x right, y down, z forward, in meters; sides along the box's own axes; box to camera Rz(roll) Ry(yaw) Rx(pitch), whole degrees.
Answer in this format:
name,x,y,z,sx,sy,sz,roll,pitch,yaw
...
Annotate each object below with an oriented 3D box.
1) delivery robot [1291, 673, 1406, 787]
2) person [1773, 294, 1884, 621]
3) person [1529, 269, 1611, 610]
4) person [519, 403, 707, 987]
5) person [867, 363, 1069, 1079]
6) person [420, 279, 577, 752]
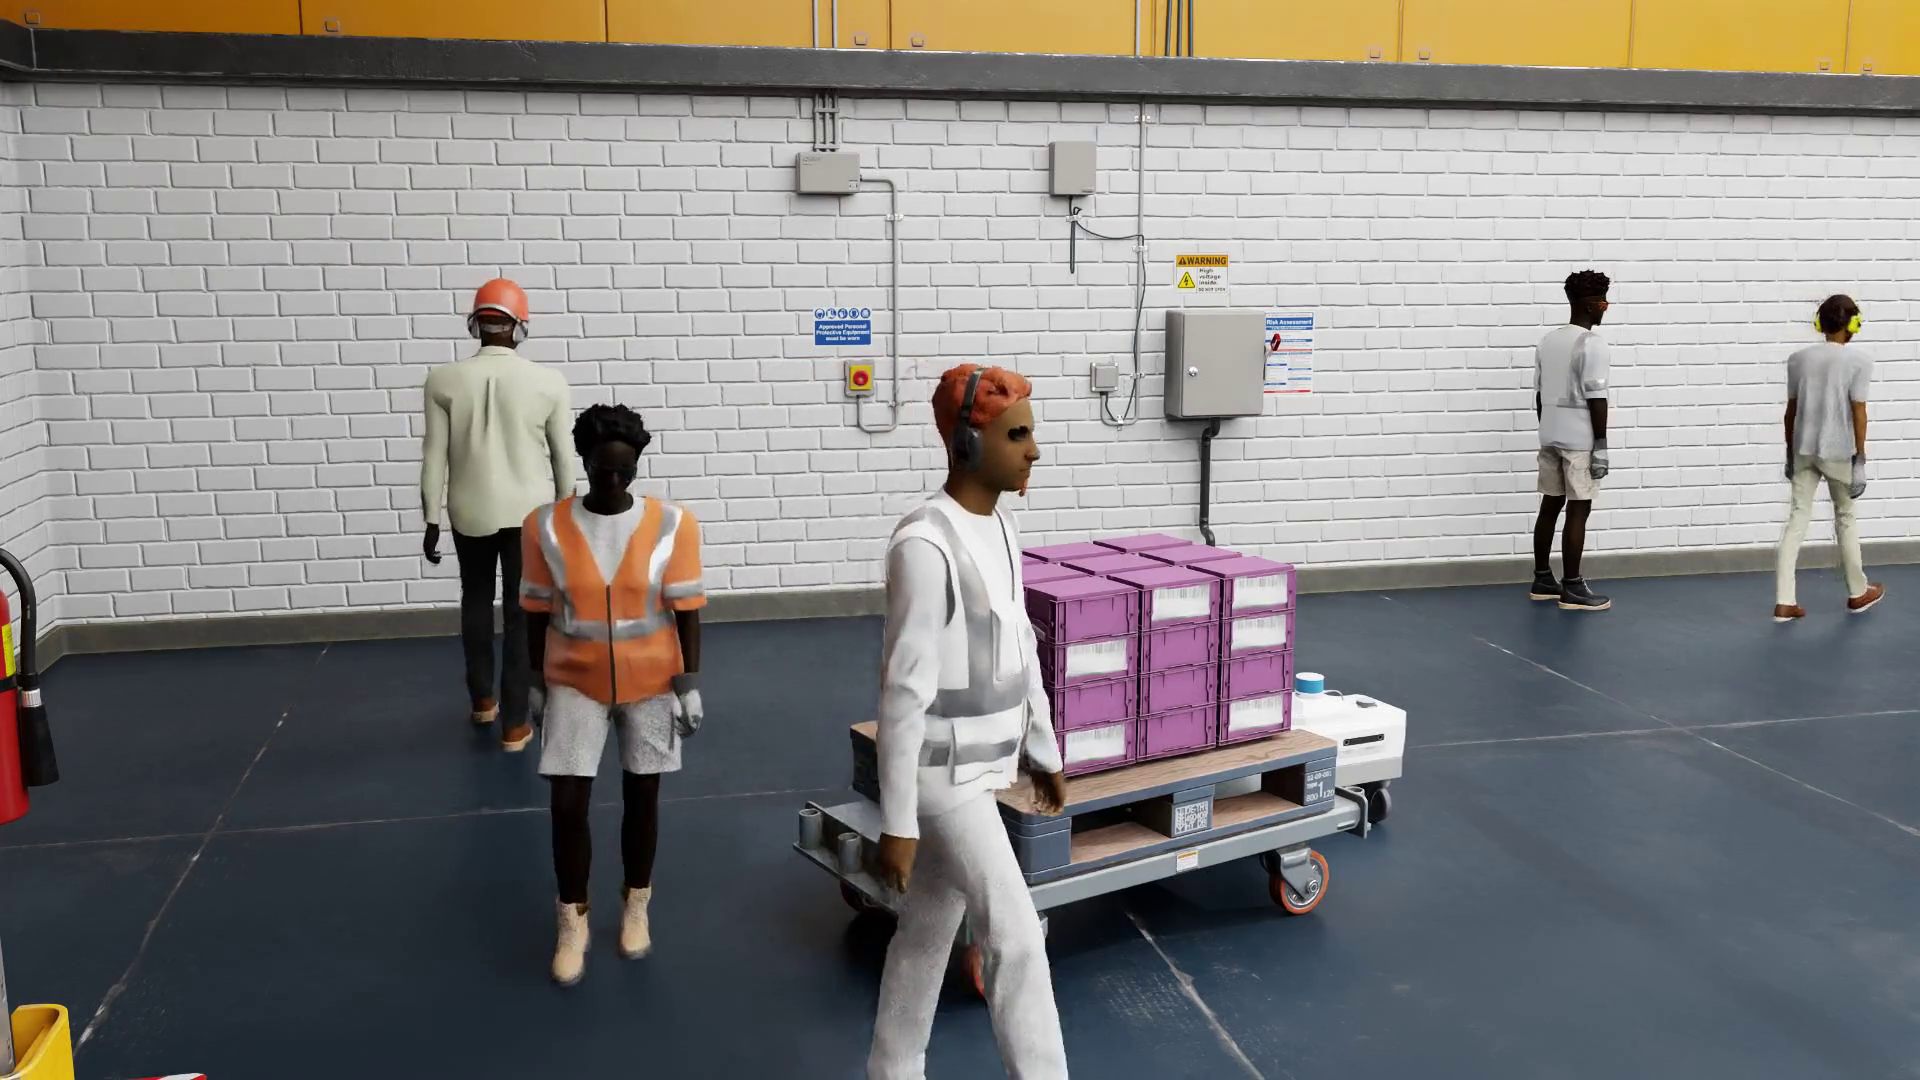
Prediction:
name,x,y,z,sx,sy,sz,roll,pitch,yaw
delivery robot,1.268,0.727,6.059,0.707,0.478,0.477,-5,11,-24
person,4.941,-0.462,9.396,0.865,1.826,0.551,-7,13,-35
person,3.567,-0.582,9.659,0.363,1.965,0.610,-3,11,-15
person,-0.993,0.441,4.795,0.536,1.670,0.540,-2,10,-10
person,0.136,0.545,3.713,0.853,1.853,0.613,3,11,16
person,-1.958,-0.124,7.132,0.618,1.957,0.809,-1,10,-8
